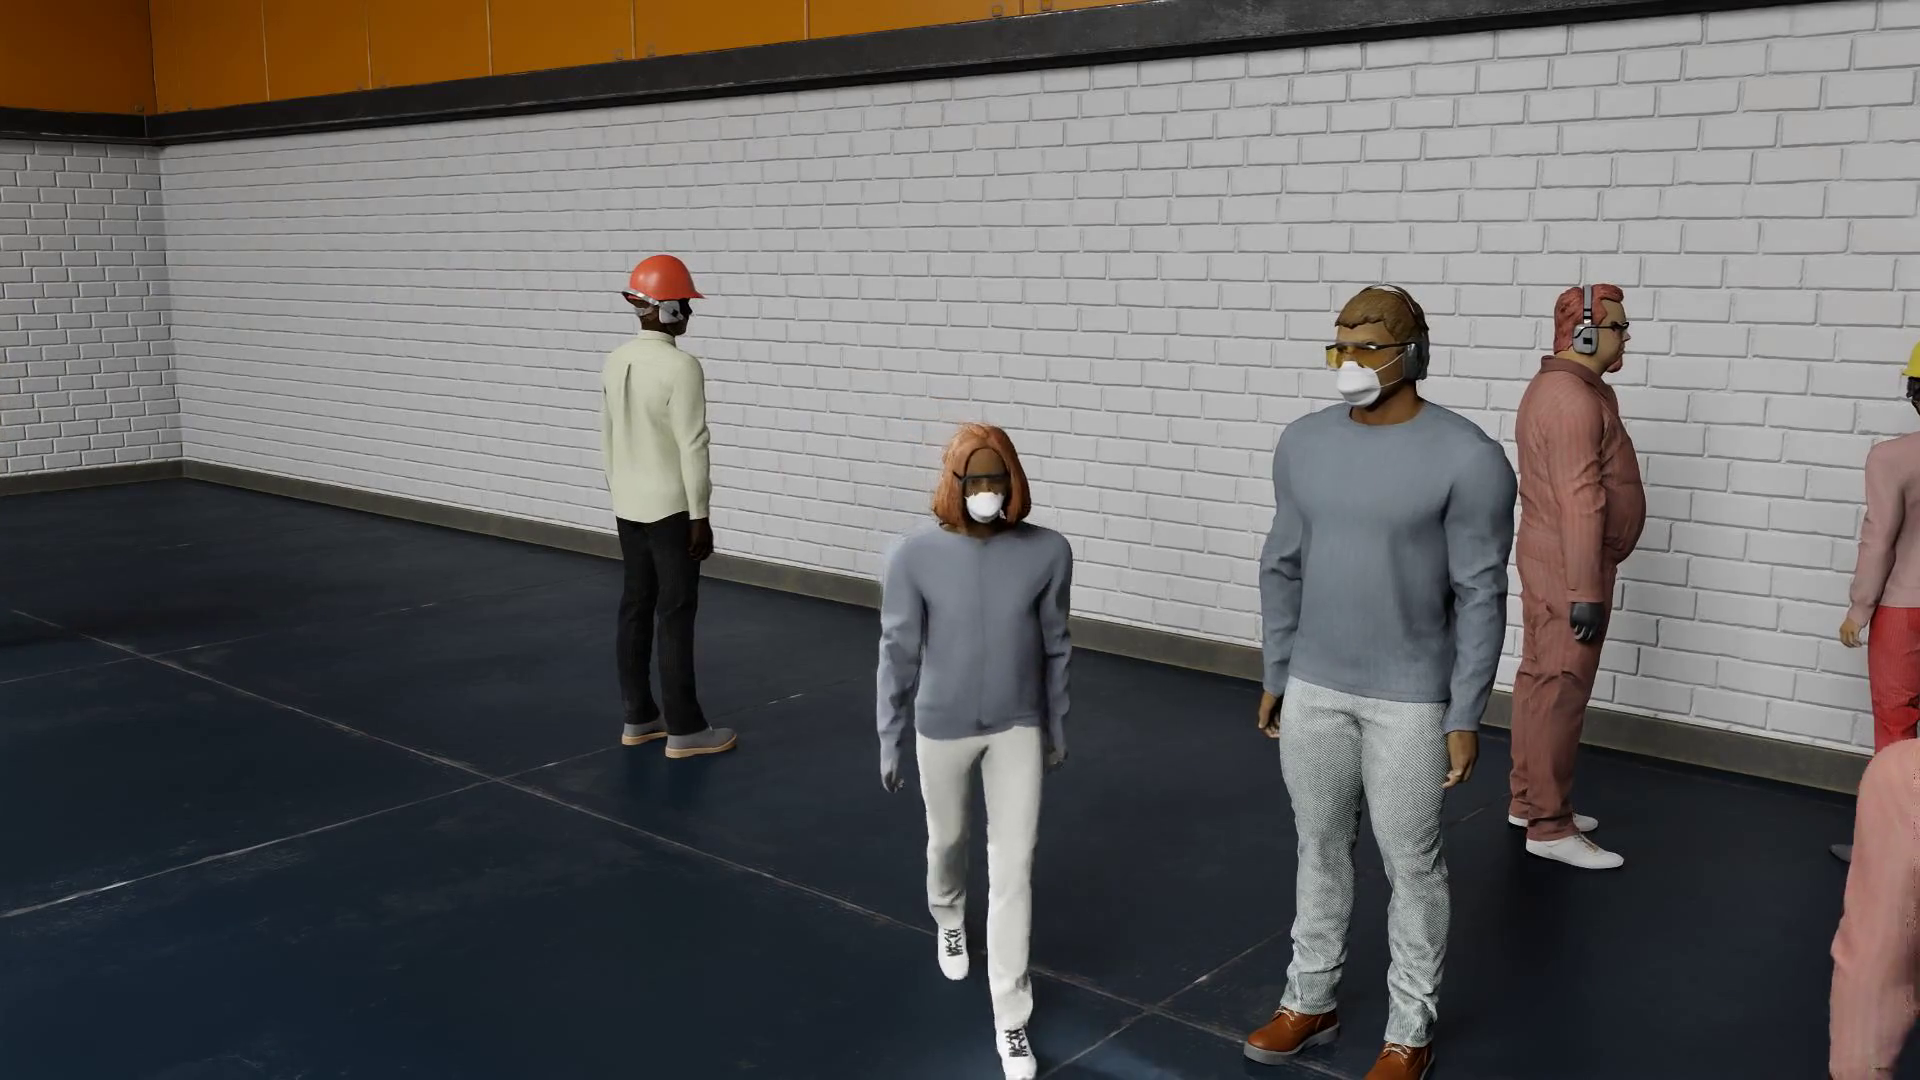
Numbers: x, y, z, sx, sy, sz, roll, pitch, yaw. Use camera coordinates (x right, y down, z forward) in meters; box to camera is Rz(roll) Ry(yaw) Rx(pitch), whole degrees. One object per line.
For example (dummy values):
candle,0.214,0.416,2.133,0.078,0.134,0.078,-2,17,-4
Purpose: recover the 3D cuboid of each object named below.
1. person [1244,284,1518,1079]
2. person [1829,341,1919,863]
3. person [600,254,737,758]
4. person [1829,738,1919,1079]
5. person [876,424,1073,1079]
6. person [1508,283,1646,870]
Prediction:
person,0.982,0.367,3.985,0.630,1.940,0.371,9,13,42
person,3.103,0.211,5.360,0.524,1.769,0.315,-1,10,-8
person,-1.188,-0.134,6.672,0.612,1.995,0.392,10,14,44
person,1.463,0.780,2.239,0.570,1.714,0.843,3,10,15
person,0.036,0.482,4.323,0.518,1.588,0.864,-1,10,-7
person,2.045,0.112,5.525,0.409,1.909,0.643,2,10,9
